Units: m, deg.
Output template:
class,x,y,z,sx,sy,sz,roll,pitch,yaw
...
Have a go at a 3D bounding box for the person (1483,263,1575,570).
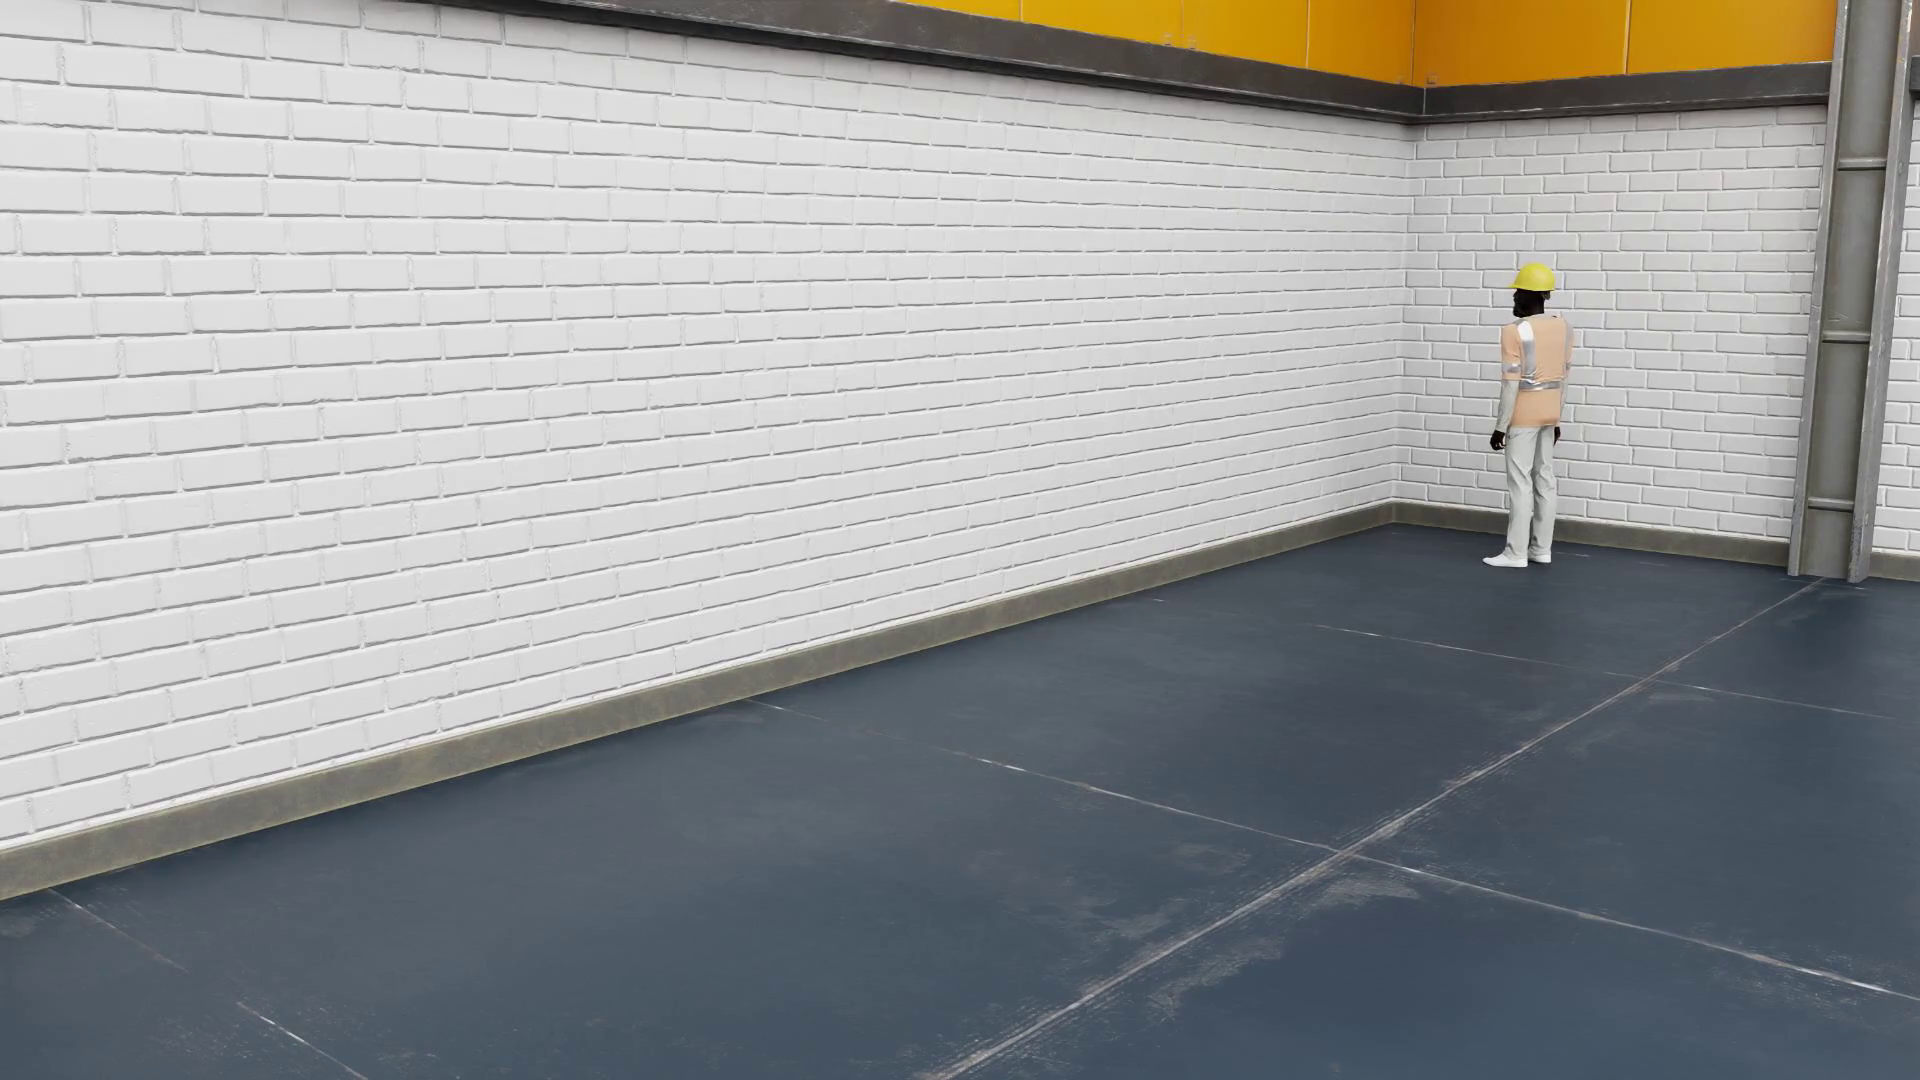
class,x,y,z,sx,sy,sz,roll,pitch,yaw
person,3.595,-0.775,10.509,0.589,1.930,0.355,-6,12,-31
